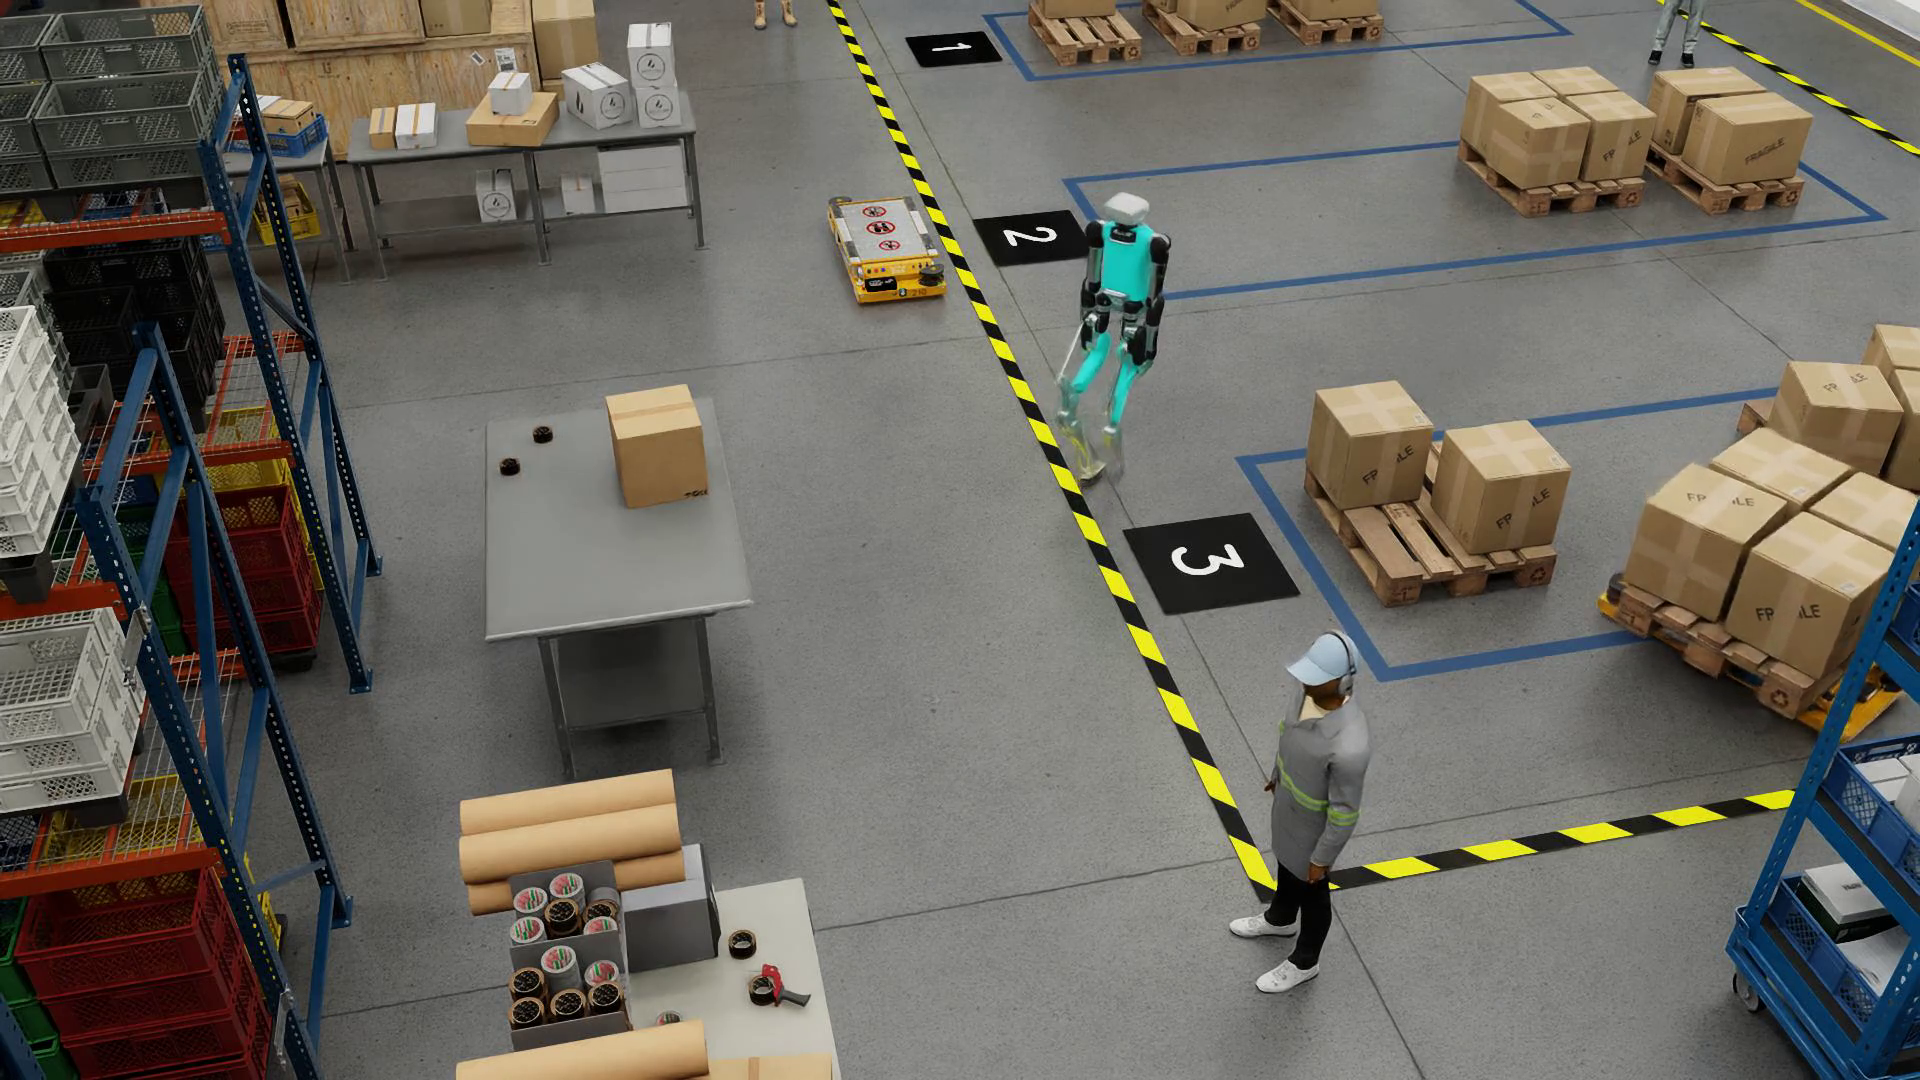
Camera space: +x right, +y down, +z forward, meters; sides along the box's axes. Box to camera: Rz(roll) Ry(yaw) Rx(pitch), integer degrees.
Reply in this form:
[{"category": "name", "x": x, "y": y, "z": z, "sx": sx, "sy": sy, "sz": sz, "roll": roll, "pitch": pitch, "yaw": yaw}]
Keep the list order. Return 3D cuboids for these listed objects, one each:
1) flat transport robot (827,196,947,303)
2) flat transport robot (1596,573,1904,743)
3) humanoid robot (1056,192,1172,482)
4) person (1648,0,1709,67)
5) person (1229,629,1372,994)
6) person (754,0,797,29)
[{"category": "flat transport robot", "x": -0.570, "y": -2.220, "z": 12.538, "sx": 0.659, "sy": 0.231, "sz": 1.431, "roll": -8, "pitch": 37, "yaw": -10}, {"category": "flat transport robot", "x": 4.214, "y": 0.502, "z": 8.855, "sx": 0.652, "sy": 0.197, "sz": 1.431, "roll": -27, "pitch": 44, "yaw": -31}, {"category": "humanoid robot", "x": 0.824, "y": -1.065, "z": 9.812, "sx": 0.553, "sy": 1.833, "sz": 0.825, "roll": 22, "pitch": 42, "yaw": 27}, {"category": "person", "x": 6.812, "y": -5.302, "z": 15.367, "sx": 0.585, "sy": 1.835, "sz": 0.404, "roll": 10, "pitch": 38, "yaw": 13}, {"category": "person", "x": 1.395, "y": 1.096, "z": 6.754, "sx": 0.365, "sy": 1.852, "sz": 0.590, "roll": -7, "pitch": 37, "yaw": -9}, {"category": "person", "x": -1.839, "y": -6.013, "z": 16.147, "sx": 0.604, "sy": 2.047, "sz": 0.368, "roll": -7, "pitch": 37, "yaw": -10}]
